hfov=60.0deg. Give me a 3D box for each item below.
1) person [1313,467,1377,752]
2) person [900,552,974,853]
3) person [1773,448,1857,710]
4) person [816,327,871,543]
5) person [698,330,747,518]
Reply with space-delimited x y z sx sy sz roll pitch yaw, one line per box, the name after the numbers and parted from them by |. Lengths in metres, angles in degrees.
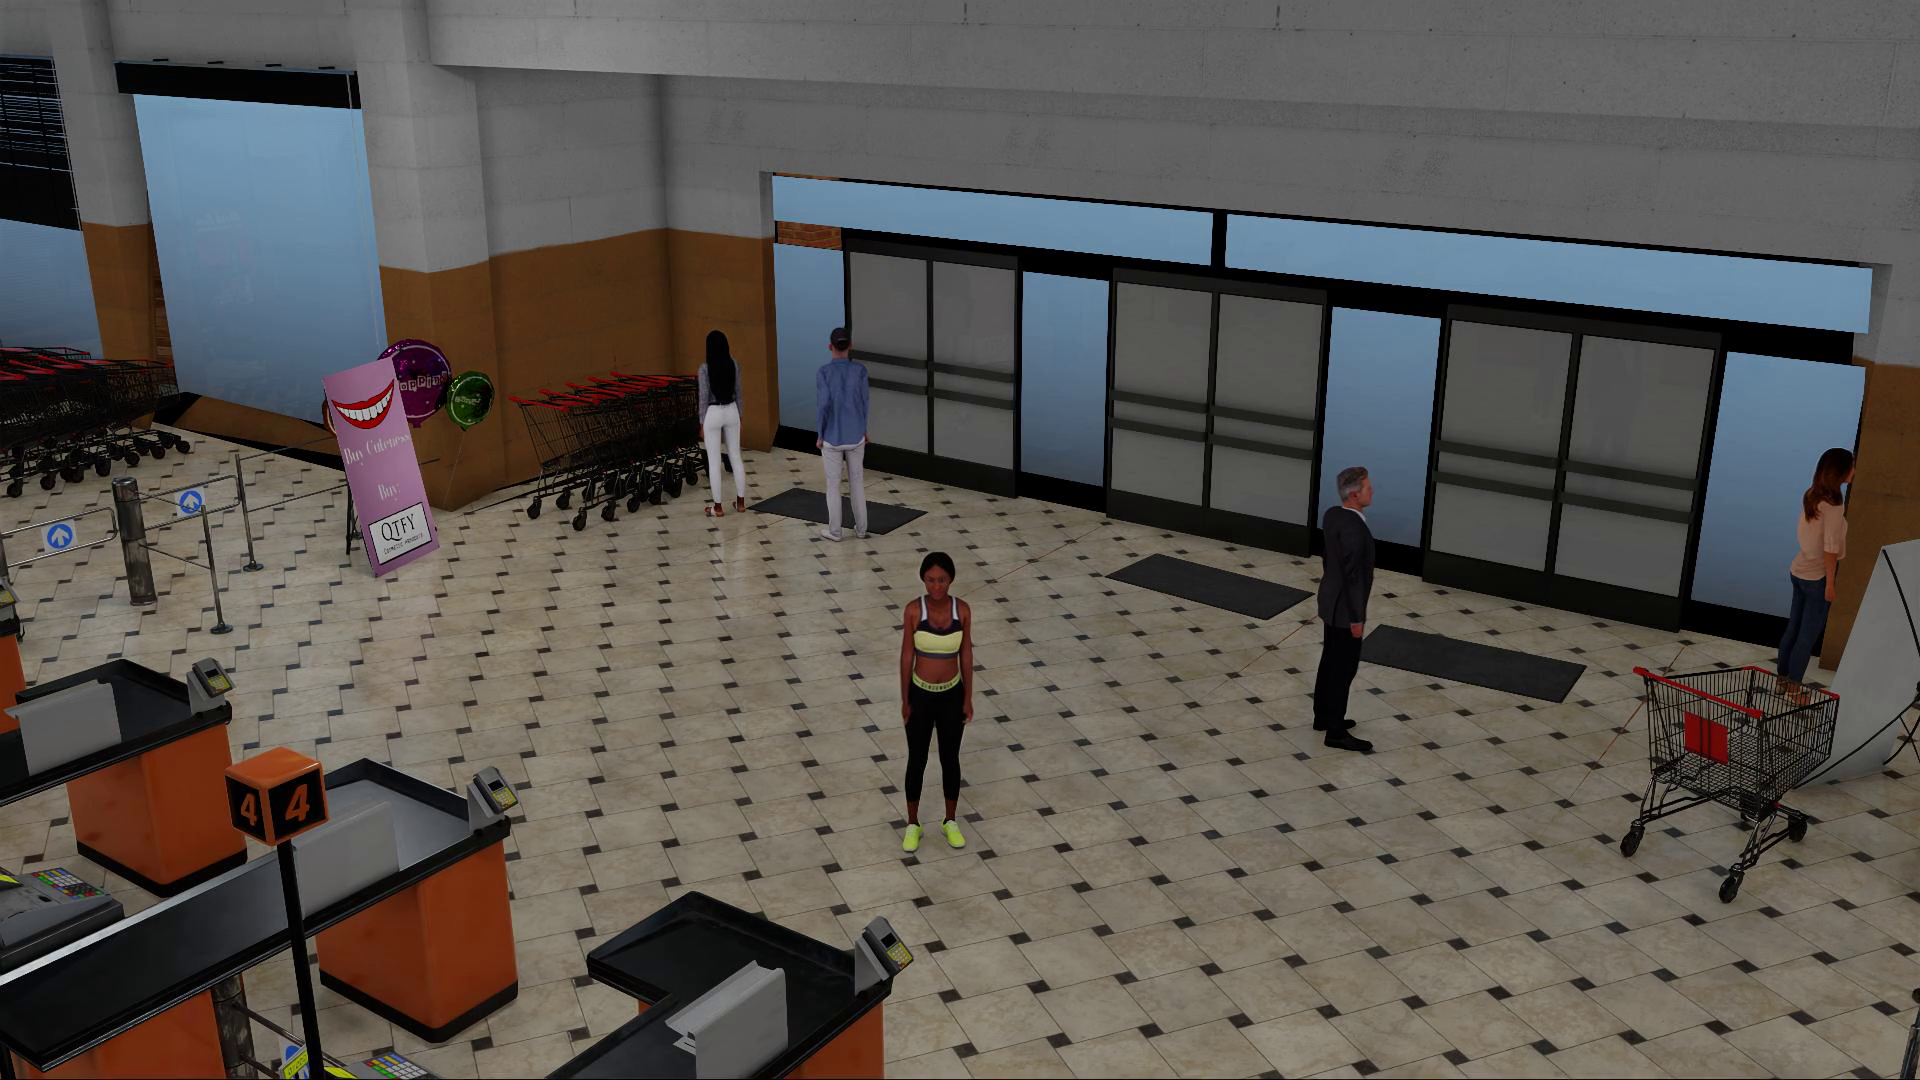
2.457 0.410 10.598 0.870 1.842 0.777 -1 19 -3 | person
-0.137 0.890 9.313 0.641 1.754 0.689 -2 19 -5 | person
5.730 0.243 11.171 0.729 1.792 0.618 2 19 5 | person
-1.024 -0.917 14.462 0.679 1.888 0.799 -8 20 -23 | person
-2.179 -1.074 15.183 0.596 1.724 0.727 -11 21 -29 | person
